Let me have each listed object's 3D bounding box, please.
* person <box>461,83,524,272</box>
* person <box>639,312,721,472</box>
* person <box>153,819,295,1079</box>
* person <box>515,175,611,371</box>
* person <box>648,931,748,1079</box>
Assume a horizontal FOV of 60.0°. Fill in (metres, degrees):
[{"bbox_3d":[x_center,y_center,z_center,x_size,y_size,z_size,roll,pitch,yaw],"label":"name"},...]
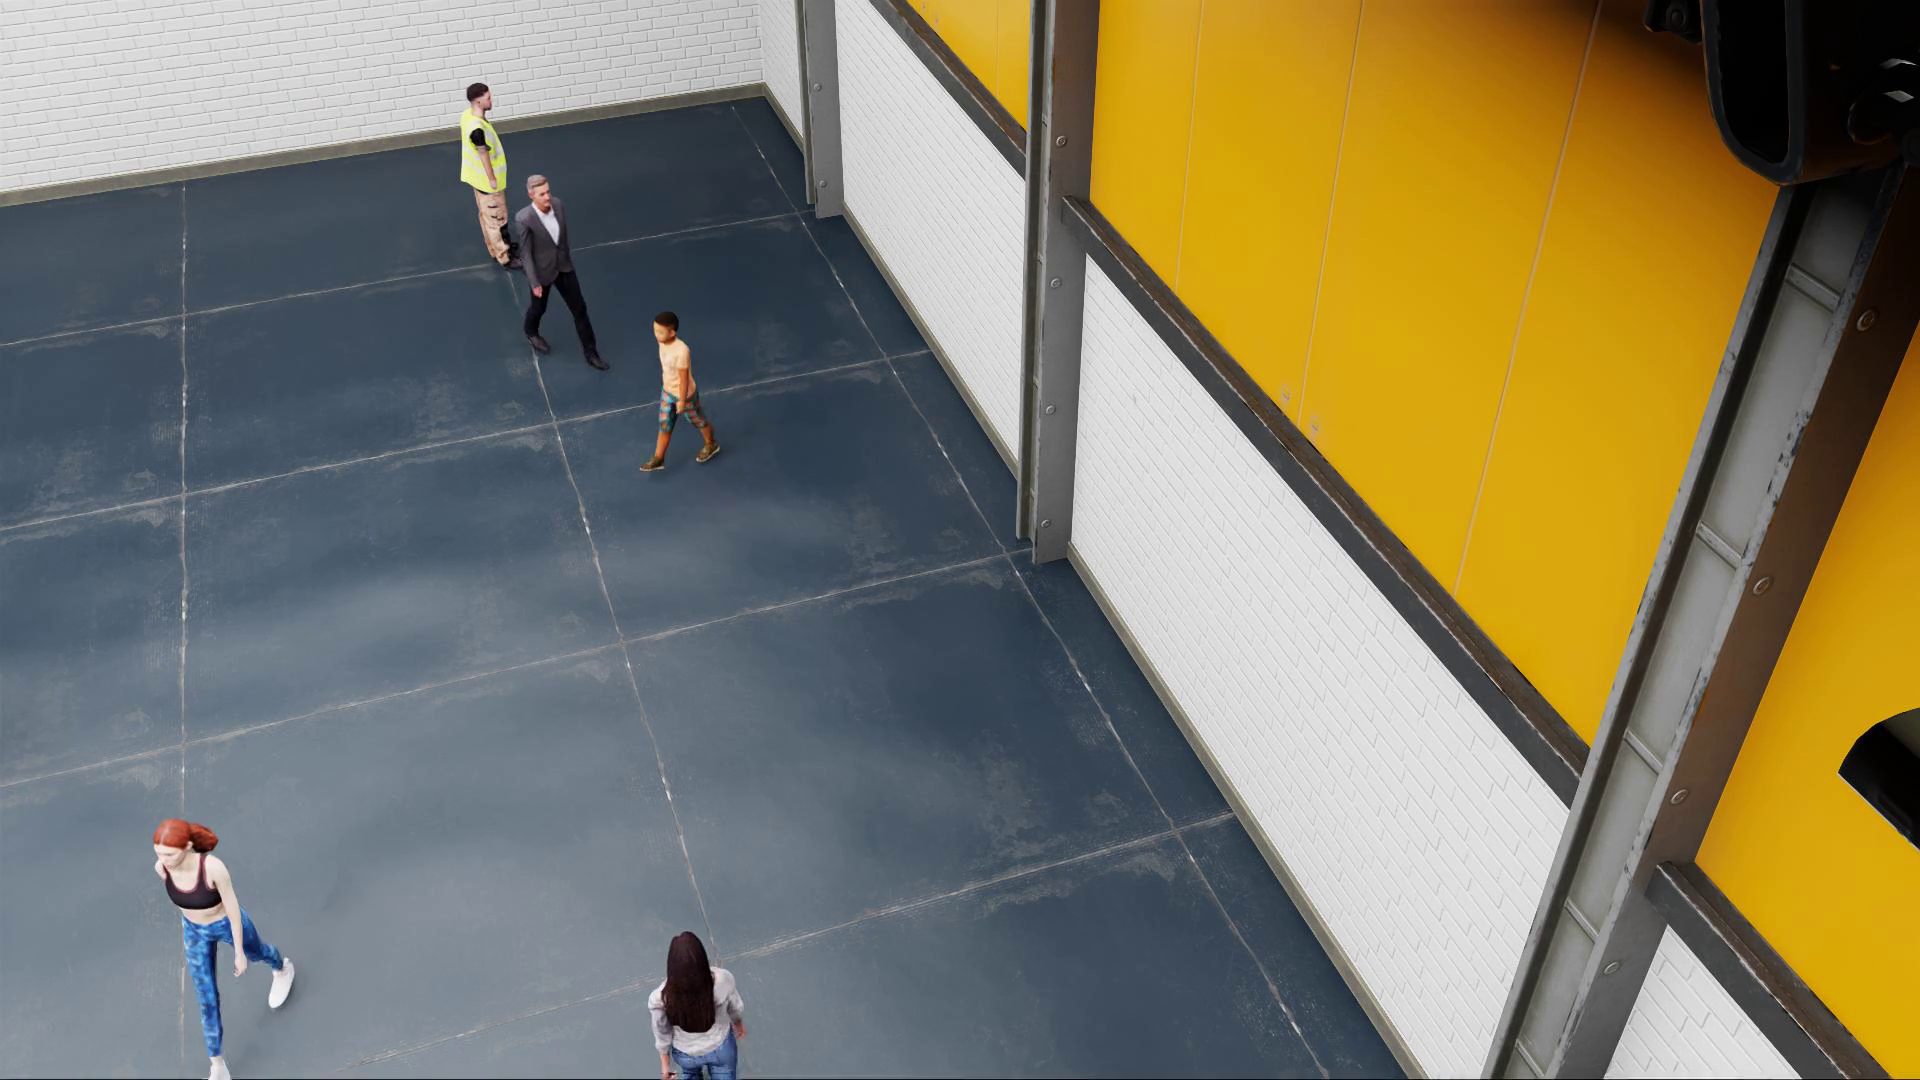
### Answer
[{"bbox_3d":[-4.519,-3.493,15.939,0.779,1.844,0.681,-17,42,-20],"label":"person"},{"bbox_3d":[-2.193,-1.223,13.432,0.958,1.425,0.875,28,46,31],"label":"person"},{"bbox_3d":[-3.957,2.093,9.036,0.903,1.729,1.265,2,39,3],"label":"person"},{"bbox_3d":[-3.654,-2.366,14.578,1.342,1.782,1.114,28,46,30],"label":"person"},{"bbox_3d":[-1.274,2.652,8.445,0.621,1.595,1.039,-12,40,-15],"label":"person"}]
